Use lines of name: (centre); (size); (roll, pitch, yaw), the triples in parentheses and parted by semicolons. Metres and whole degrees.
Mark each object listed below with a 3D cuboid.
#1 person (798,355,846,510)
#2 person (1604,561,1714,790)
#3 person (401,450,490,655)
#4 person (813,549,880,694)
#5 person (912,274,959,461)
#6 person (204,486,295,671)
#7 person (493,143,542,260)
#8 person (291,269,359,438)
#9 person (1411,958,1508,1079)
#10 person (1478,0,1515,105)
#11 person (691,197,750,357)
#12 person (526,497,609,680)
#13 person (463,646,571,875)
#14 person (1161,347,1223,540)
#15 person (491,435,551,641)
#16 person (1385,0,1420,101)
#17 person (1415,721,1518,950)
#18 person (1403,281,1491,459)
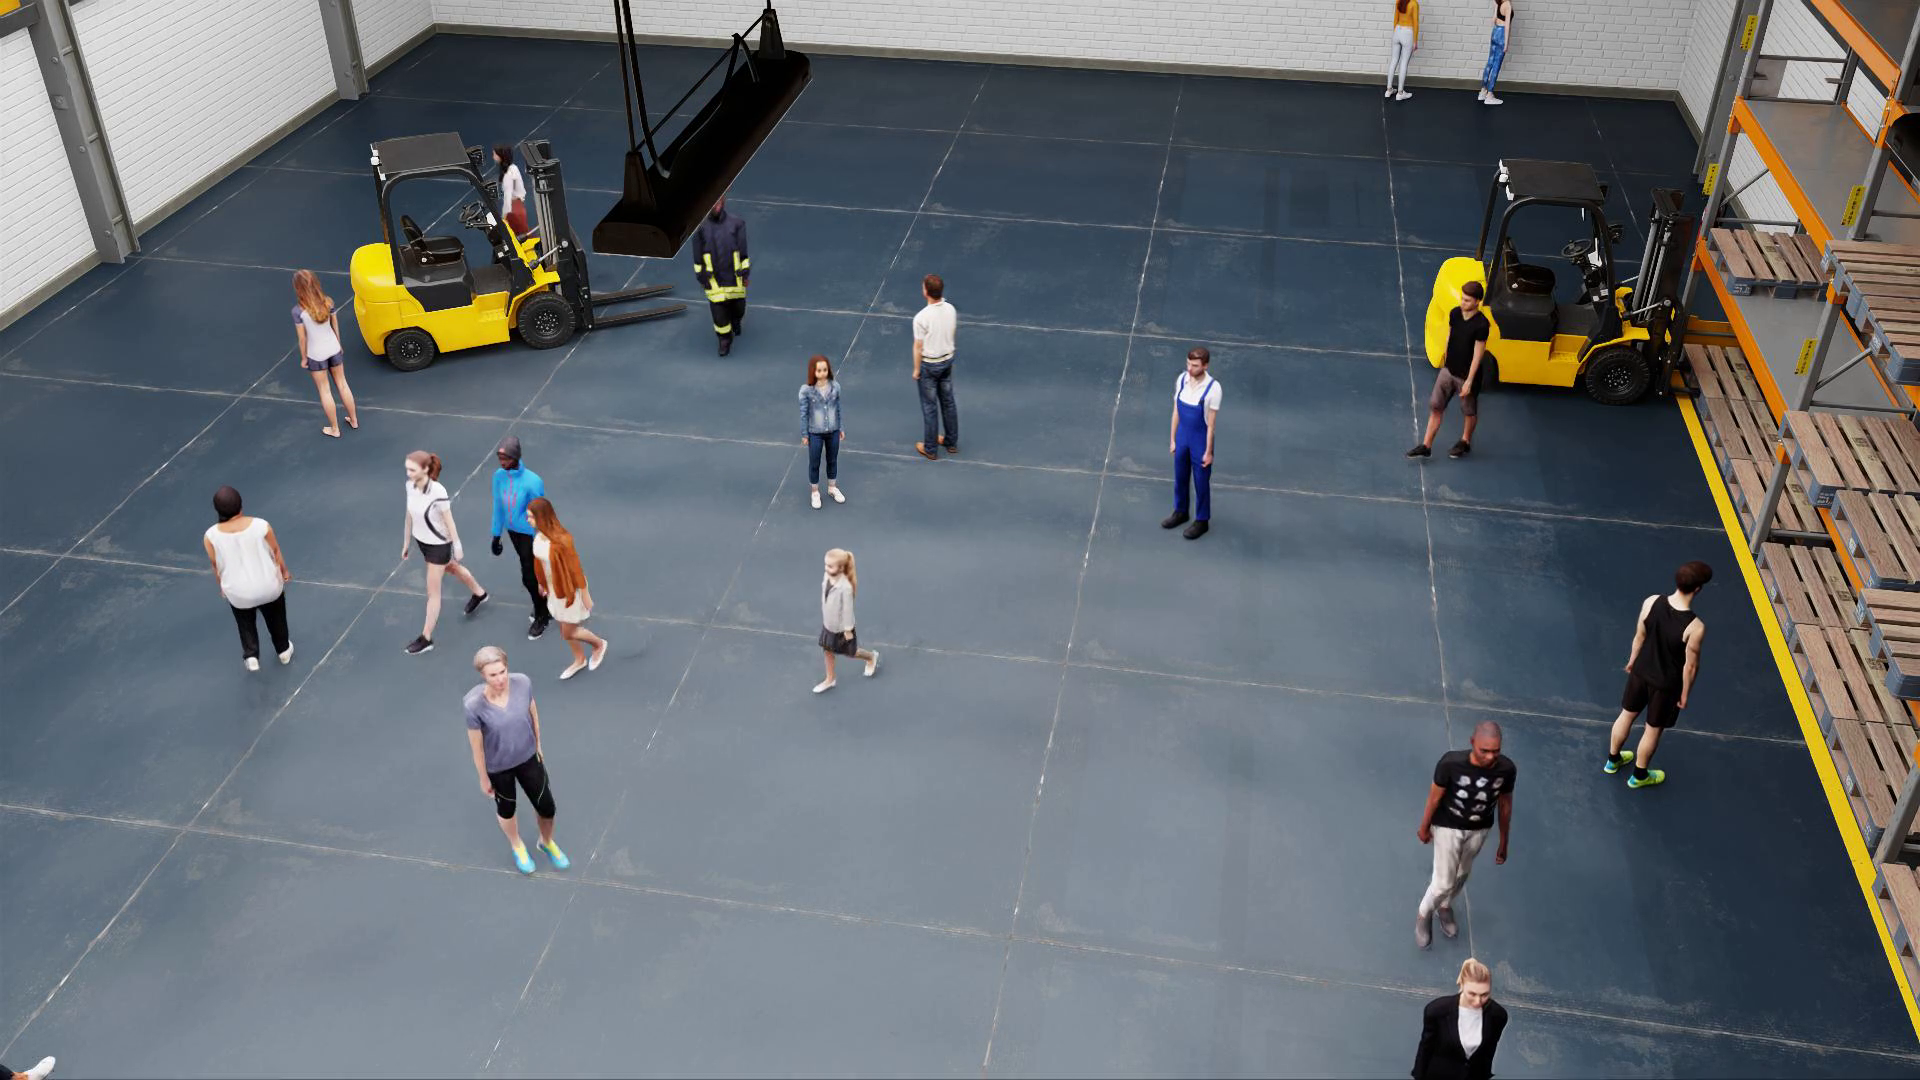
person: (-1.255, -1.005, 15.157); (0.642, 1.477, 0.672); (-15, 36, -21)
person: (4.964, 0.957, 11.831); (0.802, 1.891, 0.746); (-23, 40, -30)
person: (-4.170, 0.006, 13.435); (0.895, 1.699, 1.246); (20, 38, 27)
person: (-0.891, 0.612, 12.921); (0.879, 1.259, 0.790); (-24, 41, -32)
person: (-0.224, -1.644, 15.779); (0.719, 1.851, 0.805); (-26, 42, -34)
person: (-5.523, 0.329, 12.967); (0.784, 1.680, 0.818); (-7, 34, -11)
person: (-4.969, -3.653, 18.935); (0.969, 1.705, 1.093); (-9, 35, -13)
person: (-6.180, -1.817, 16.147); (0.746, 1.732, 0.644); (25, 41, 33)
person: (2.671, 2.916, 9.049); (0.646, 1.707, 0.603); (0, 34, -1)
person: (7.904, -7.308, 24.361); (0.708, 1.784, 0.600); (-6, 34, -9)
person: (-2.524, -2.893, 17.694); (0.895, 1.812, 1.022); (-4, 34, -6)
person: (-3.009, 0.340, 12.931); (0.818, 1.699, 0.868); (27, 42, 35)
person: (-3.041, 1.438, 11.125); (0.801, 1.871, 0.860); (-20, 39, -27)
person: (2.076, -0.881, 14.634); (0.707, 1.849, 0.729); (26, 42, 33)
person: (-3.466, -0.107, 13.533); (0.747, 1.779, 0.839); (18, 38, 25)
person: (6.534, -7.386, 24.510); (0.750, 1.750, 0.697); (-25, 41, -32)
person: (3.205, 1.788, 10.673); (0.734, 1.789, 0.722); (-2, 34, -3)
person: (4.827, -1.603, 15.735); (1.108, 1.832, 1.060); (-20, 39, -28)
